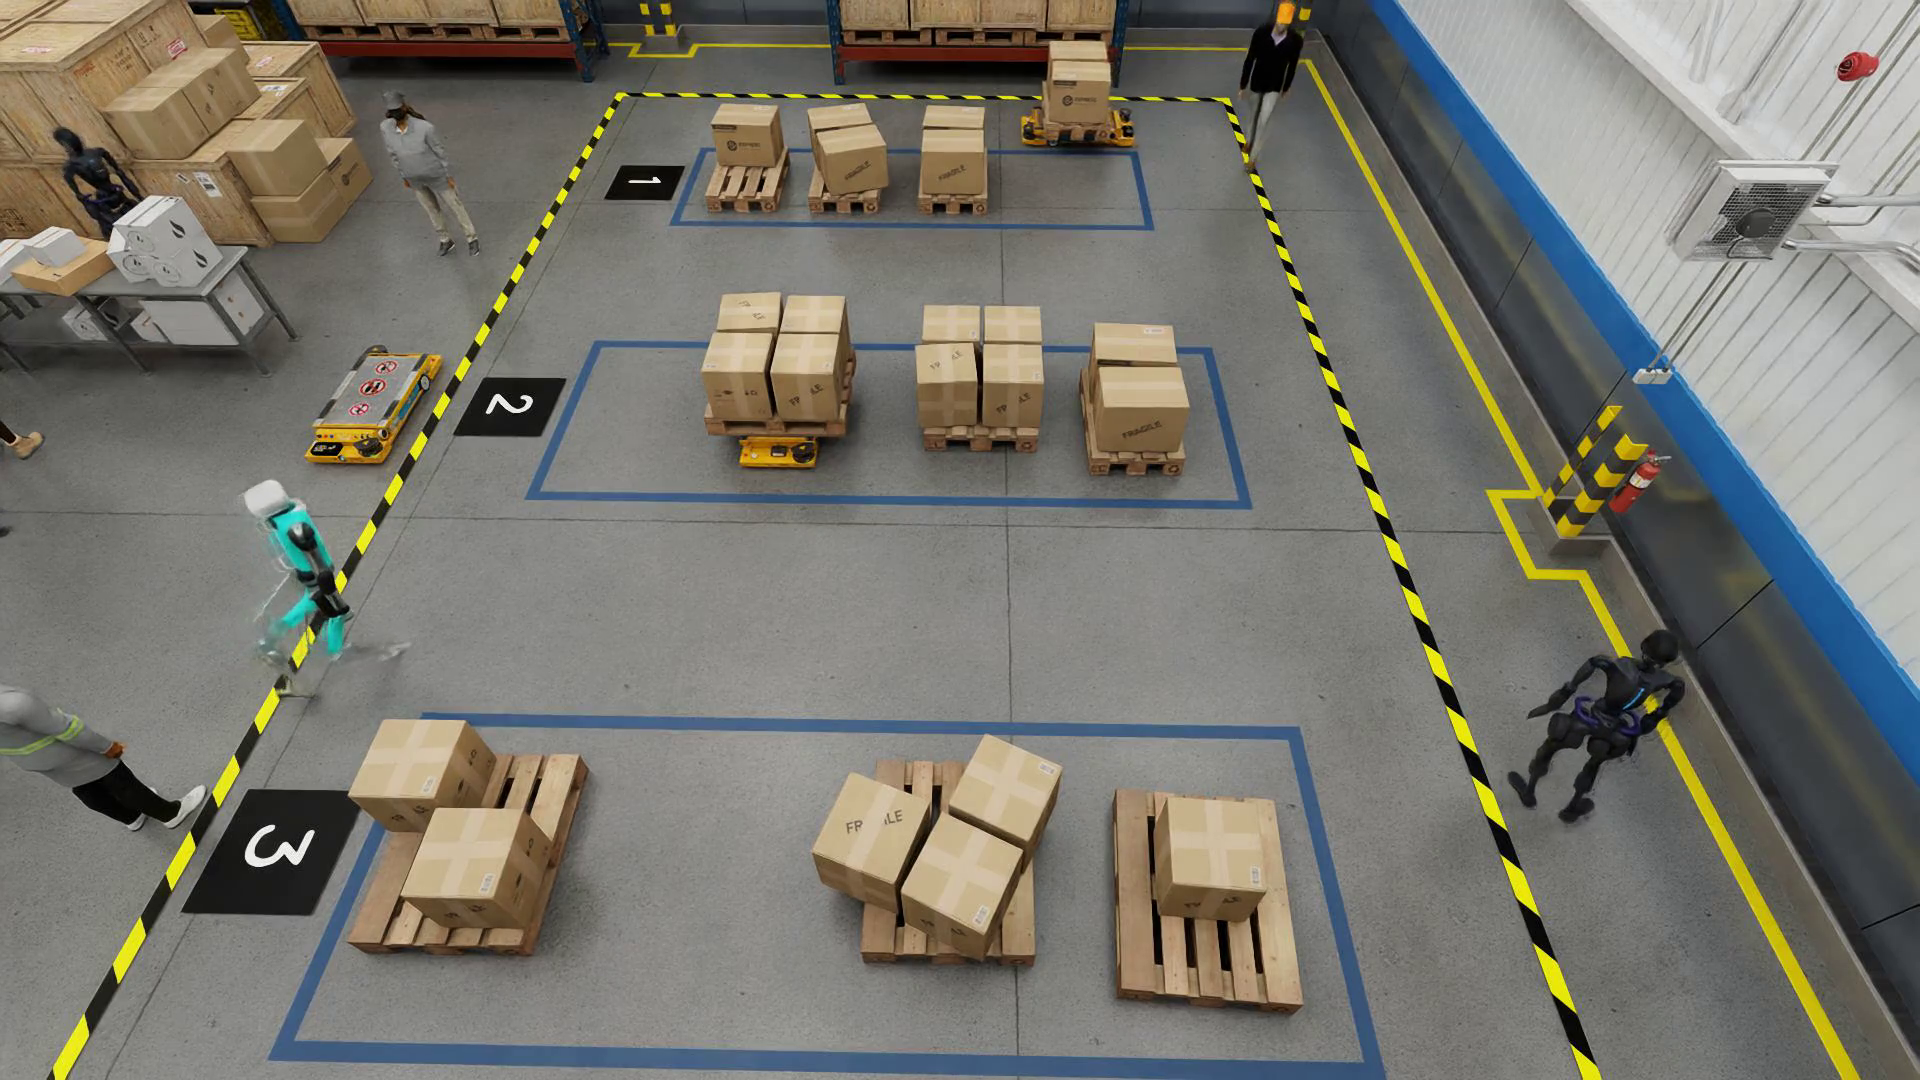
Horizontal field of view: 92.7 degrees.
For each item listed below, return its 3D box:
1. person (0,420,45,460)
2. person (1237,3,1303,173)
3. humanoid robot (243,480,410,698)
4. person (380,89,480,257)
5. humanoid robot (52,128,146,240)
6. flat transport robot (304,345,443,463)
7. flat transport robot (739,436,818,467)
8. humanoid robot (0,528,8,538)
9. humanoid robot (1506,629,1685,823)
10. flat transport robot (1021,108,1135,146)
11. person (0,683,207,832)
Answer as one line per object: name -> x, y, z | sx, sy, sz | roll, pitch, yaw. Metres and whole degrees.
person -> -8.455, -1.414, 7.403 | 0.606, 2.044, 0.370 | -17, 52, -14
person -> 3.615, -5.367, 10.881 | 0.588, 1.832, 1.013 | 22, 53, 18
humanoid robot -> -4.455, 0.489, 6.031 | 0.546, 1.770, 1.025 | 36, 58, 26
person -> -5.587, -3.831, 9.624 | 0.572, 1.769, 0.397 | -2, 50, -2
humanoid robot -> -8.628, -3.399, 9.347 | 0.610, 1.651, 0.607 | 10, 50, 8
flat transport robot -> -5.383, -1.269, 8.441 | 0.659, 0.231, 1.431 | 1, 50, 1
flat transport robot -> -1.582, -1.235, 8.394 | 0.652, 0.197, 1.431 | 1, 50, 1
humanoid robot -> -8.075, -0.556, 6.917 | 0.432, 1.646, 0.613 | -12, 51, -10
humanoid robot -> 3.839, 1.134, 5.493 | 0.664, 1.638, 0.396 | 16, 52, 13
flat transport robot -> 1.521, -5.378, 11.899 | 1.431, 0.197, 0.652 | 1, 50, 1
person -> -5.234, 1.178, 5.335 | 0.588, 1.849, 0.395 | 0, 50, 0
